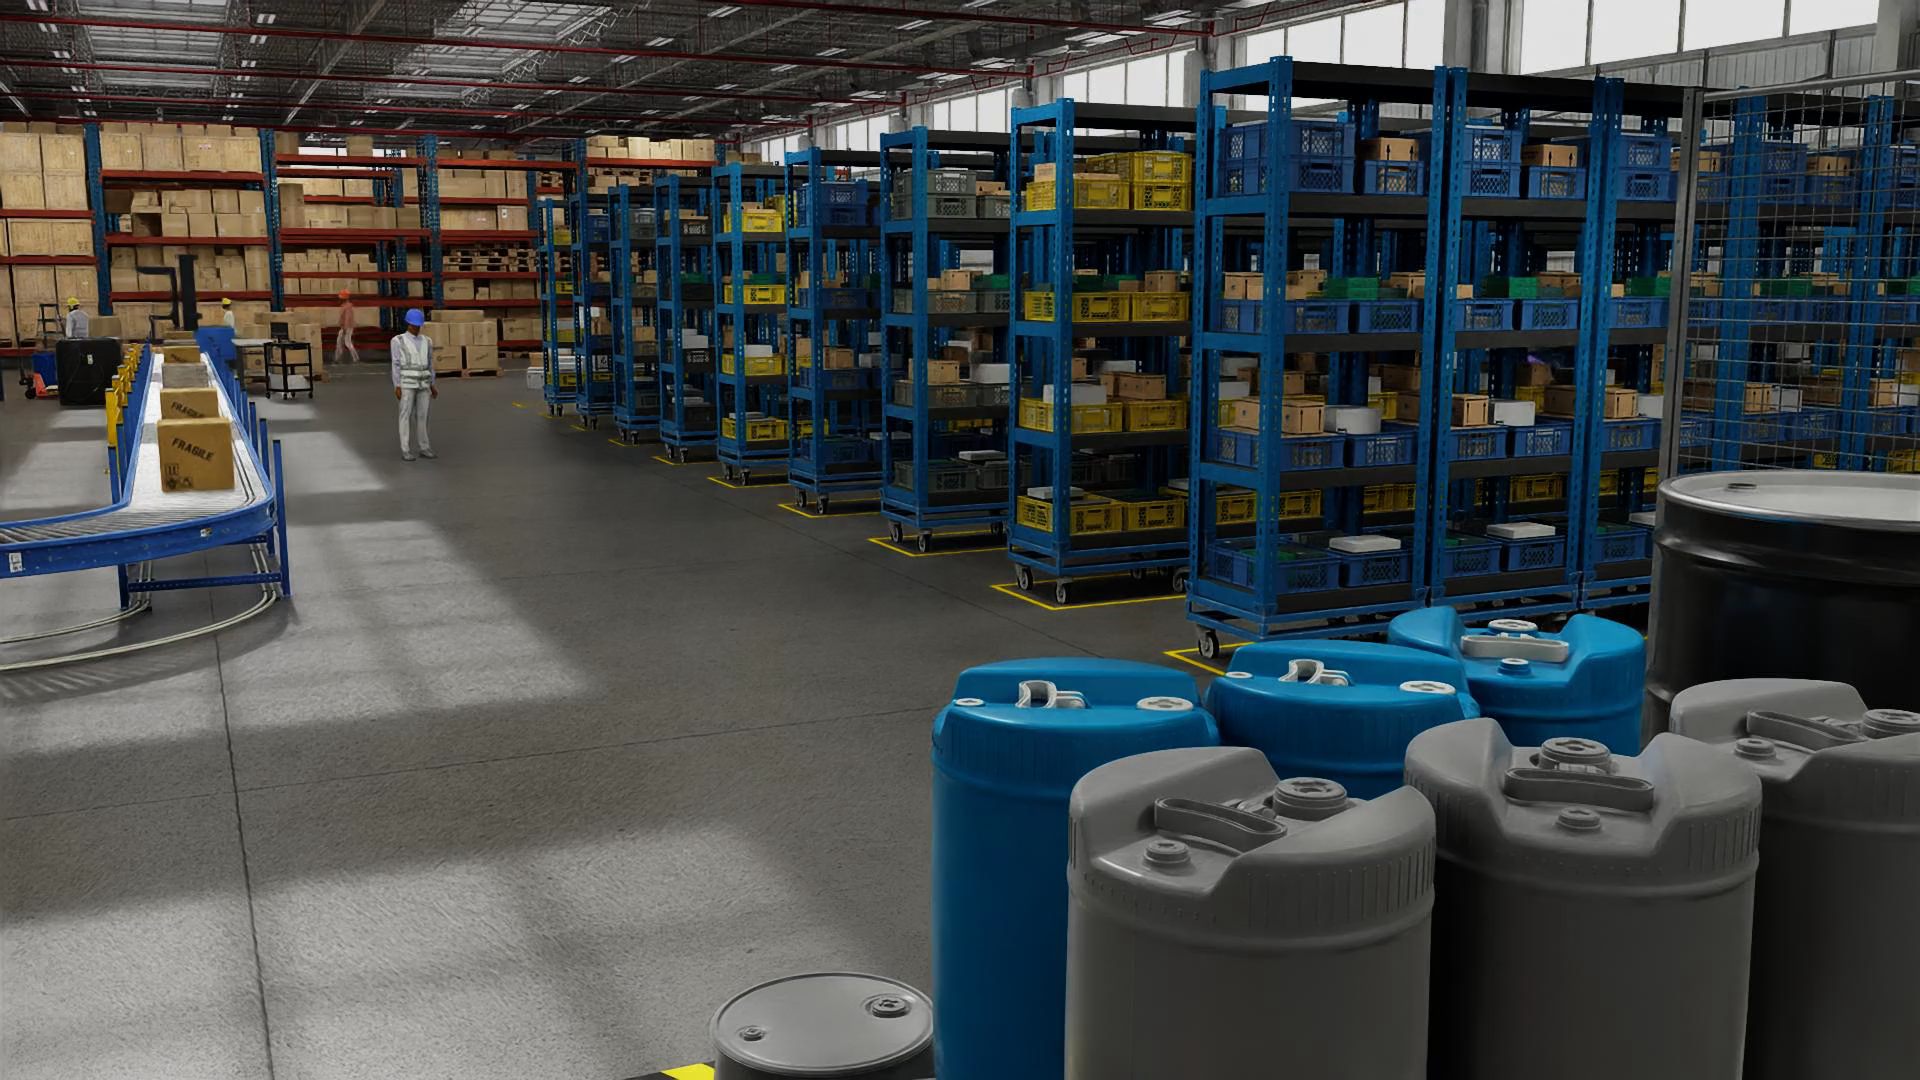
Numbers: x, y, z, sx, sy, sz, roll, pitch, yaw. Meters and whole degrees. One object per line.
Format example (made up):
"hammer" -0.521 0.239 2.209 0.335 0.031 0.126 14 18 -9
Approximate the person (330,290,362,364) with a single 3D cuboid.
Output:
"person" -16.037 -5.535 43.389 0.712 1.941 0.653 -7 12 -37

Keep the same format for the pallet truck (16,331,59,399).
"pallet truck" -17.082 -3.353 31.781 1.630 1.274 0.653 -4 10 -25

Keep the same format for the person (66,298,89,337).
"person" -20.245 -4.636 38.142 0.404 1.826 0.592 3 10 17

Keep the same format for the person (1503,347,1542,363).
"person" 5.823 -1.303 17.542 0.578 1.780 1.013 0 9 -1

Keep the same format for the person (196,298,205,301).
"person" -21.432 -6.026 46.858 0.915 1.792 0.607 -3 10 -21

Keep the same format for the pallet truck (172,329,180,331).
"pallet truck" -17.275 -3.851 35.096 1.601 1.201 0.680 0 9 1

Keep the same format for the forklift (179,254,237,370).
"forklift" -18.404 -5.432 39.791 1.873 2.768 1.129 -4 10 -25

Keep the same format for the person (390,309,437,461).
"person" -6.985 -1.985 21.318 0.400 1.938 0.602 7 12 38

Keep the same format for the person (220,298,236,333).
"person" -18.446 -5.241 42.075 0.446 1.753 0.538 -5 10 -26
